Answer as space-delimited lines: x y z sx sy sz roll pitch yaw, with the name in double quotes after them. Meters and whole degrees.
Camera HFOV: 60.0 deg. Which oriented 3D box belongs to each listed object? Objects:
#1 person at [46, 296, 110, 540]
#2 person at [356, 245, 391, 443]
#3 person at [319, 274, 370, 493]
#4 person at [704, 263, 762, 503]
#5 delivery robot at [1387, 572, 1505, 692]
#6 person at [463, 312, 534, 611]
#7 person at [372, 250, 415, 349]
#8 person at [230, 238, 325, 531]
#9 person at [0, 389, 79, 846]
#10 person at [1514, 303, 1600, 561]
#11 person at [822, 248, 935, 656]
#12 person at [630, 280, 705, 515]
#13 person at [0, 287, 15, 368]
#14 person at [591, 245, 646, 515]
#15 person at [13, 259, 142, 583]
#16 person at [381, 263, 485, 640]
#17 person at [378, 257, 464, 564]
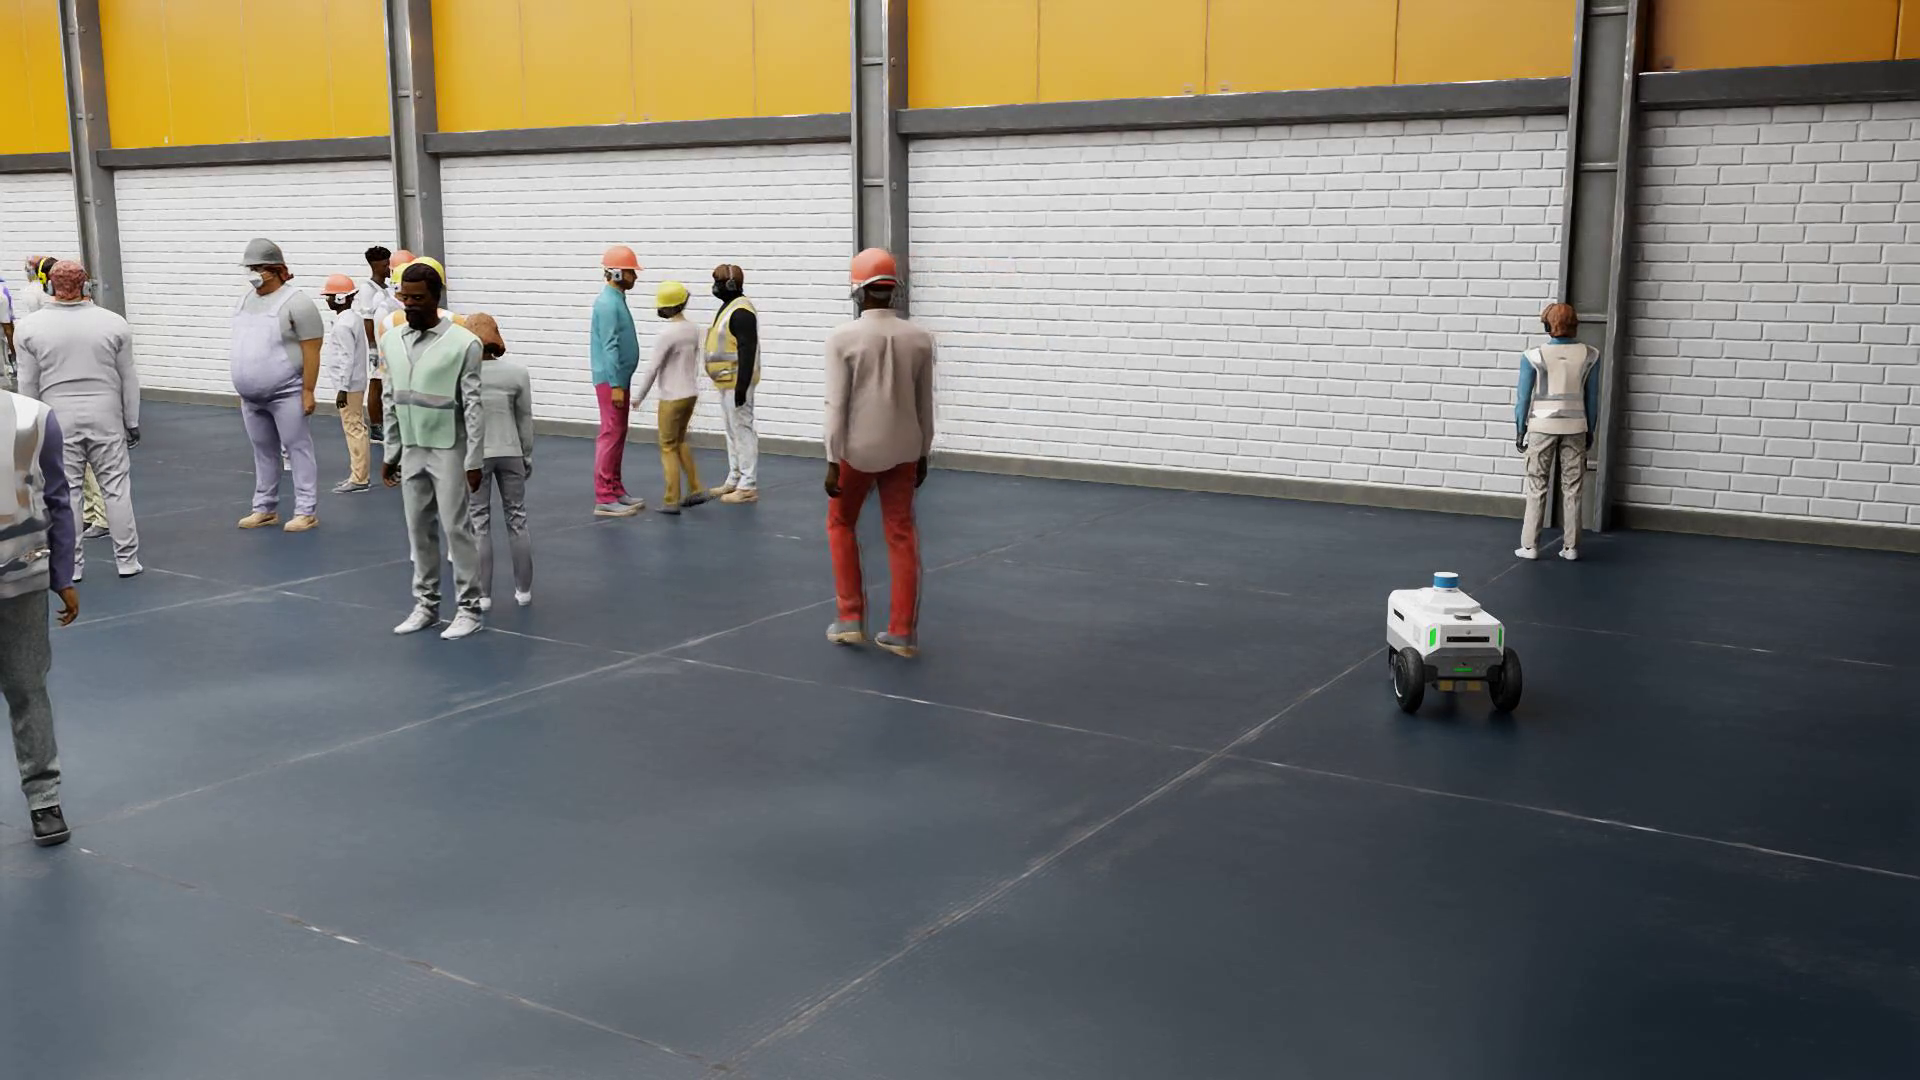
-5.991 -0.886 11.320 0.319 1.755 0.572 -9 13 -40 "person"
-5.793 -1.954 16.663 0.366 1.967 0.602 0 10 1 "person"
-4.950 -1.262 13.419 0.324 1.752 0.561 -2 11 -13 "person"
-1.759 -1.211 12.896 0.430 1.844 0.624 -4 11 -19 "person"
2.137 0.386 7.351 0.477 0.478 0.707 0 10 0 "delivery robot"
-2.580 -0.428 9.129 0.497 1.633 0.279 -6 12 -32 "person"
-4.902 -1.590 14.746 0.359 1.931 0.544 7 12 34 "person"
-4.791 -1.073 11.574 0.680 2.000 0.536 4 11 21 "person"
-3.234 0.132 5.473 0.602 1.830 0.404 -6 12 -29 "person"
3.754 -0.670 10.485 0.514 1.634 0.313 1 10 3 "person"
-0.429 -0.435 8.205 0.649 1.973 0.702 -6 12 -30 "person"
-2.154 -1.046 12.276 0.456 1.735 0.570 4 11 19 "person"
-9.835 -1.935 16.707 0.621 1.900 1.053 -5 12 -28 "person"
-2.523 -1.177 12.333 0.411 1.986 0.602 0 10 -1 "person"
-5.212 -0.699 9.877 0.638 1.909 0.408 -6 12 -30 "person"
-2.668 -0.449 8.496 0.596 1.910 0.384 4 11 23 "person"
-3.307 -0.800 10.406 0.585 1.918 0.386 2 10 8 "person"
